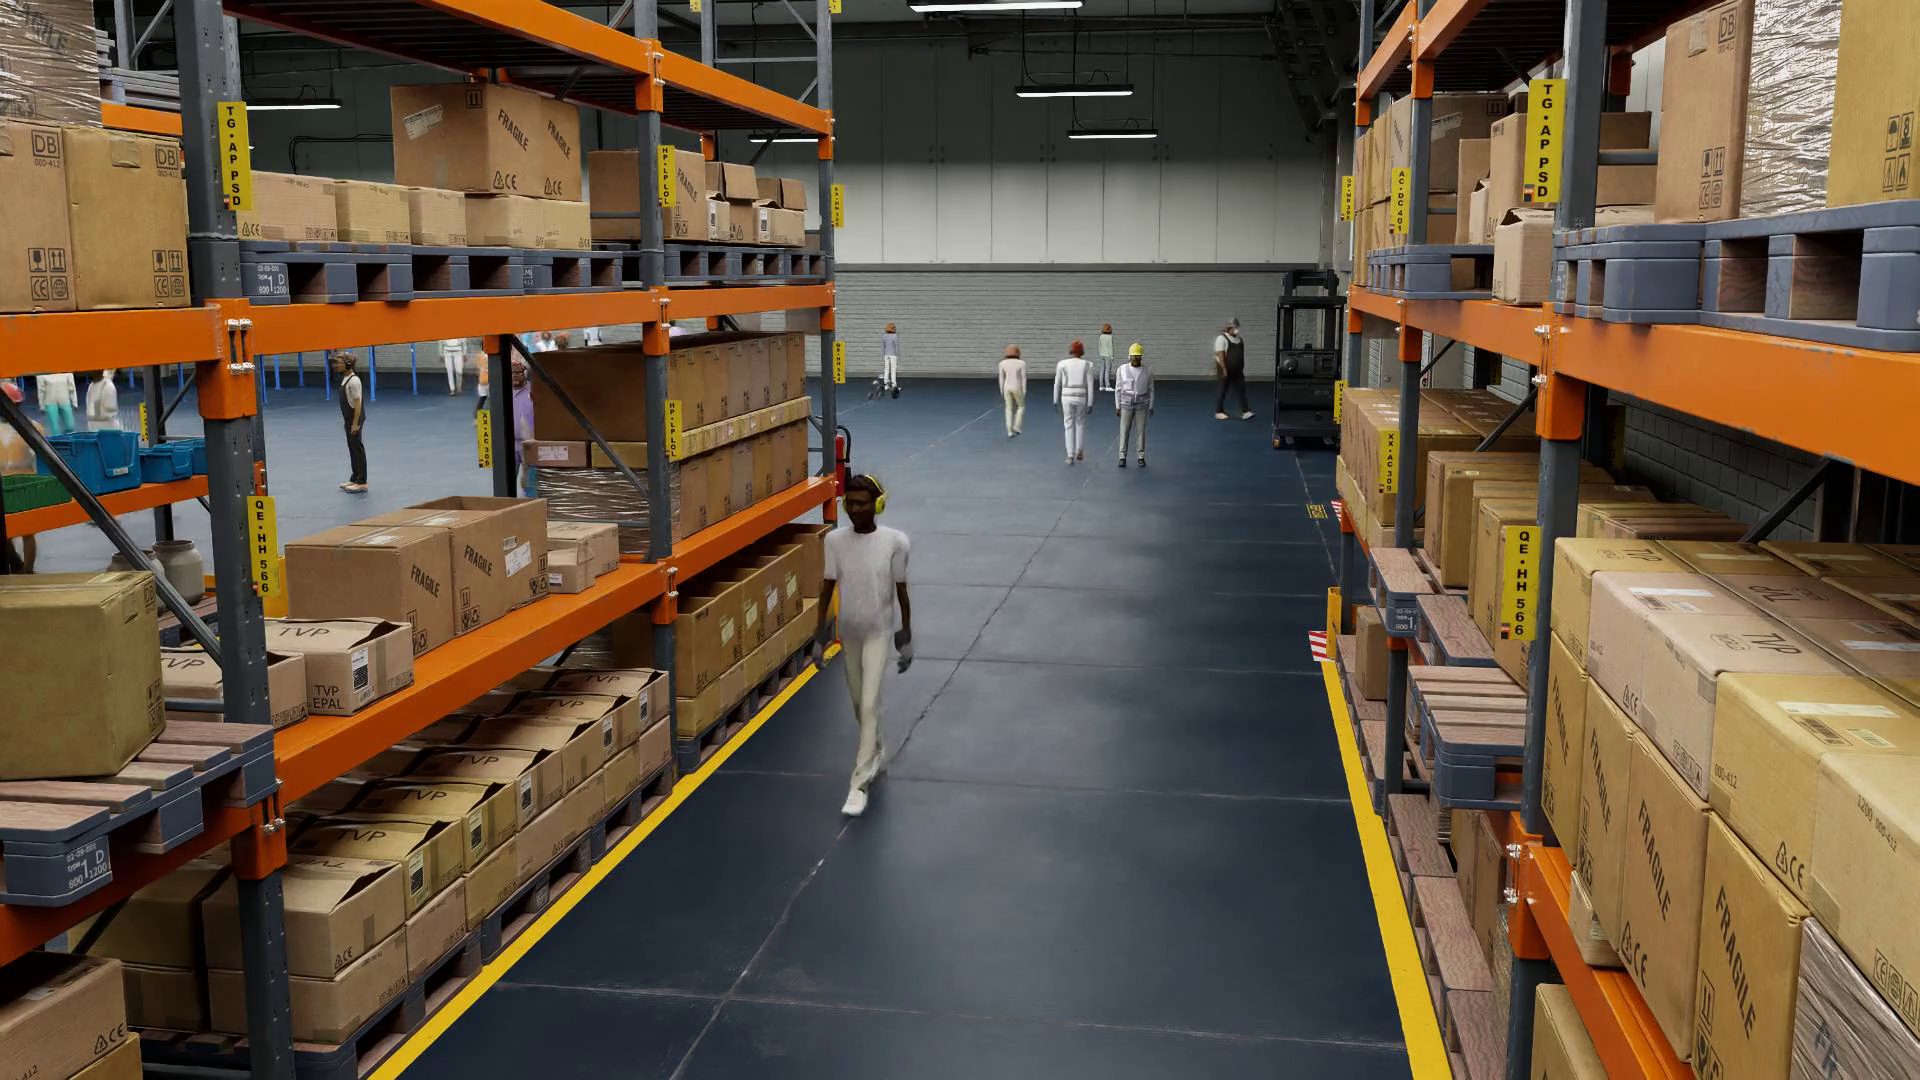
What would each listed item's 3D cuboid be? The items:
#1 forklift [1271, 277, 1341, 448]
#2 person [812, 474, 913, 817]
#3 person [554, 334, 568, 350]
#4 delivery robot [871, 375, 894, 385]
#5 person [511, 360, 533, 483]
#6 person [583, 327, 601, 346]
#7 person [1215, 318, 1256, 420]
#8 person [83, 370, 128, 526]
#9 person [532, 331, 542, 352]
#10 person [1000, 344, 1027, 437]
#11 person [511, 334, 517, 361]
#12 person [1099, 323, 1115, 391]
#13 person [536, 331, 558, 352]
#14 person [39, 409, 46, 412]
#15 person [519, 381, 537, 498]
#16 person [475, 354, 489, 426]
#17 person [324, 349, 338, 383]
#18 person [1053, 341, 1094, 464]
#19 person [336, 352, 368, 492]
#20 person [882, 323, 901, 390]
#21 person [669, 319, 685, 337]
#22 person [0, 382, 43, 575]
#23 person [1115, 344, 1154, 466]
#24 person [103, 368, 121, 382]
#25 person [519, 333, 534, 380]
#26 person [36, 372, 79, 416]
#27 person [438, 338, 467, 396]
[{"bbox_3d":[5.847,-3.016,27.970,1.129,2.768,1.873,1,9,9],"label":"forklift"},{"bbox_3d":[-0.527,0.528,9.255,0.555,1.847,0.846,3,10,18],"label":"person"},{"bbox_3d":[-6.889,-2.667,28.920,0.593,1.826,1.045,0,9,0],"label":"person"},{"bbox_3d":[-1.778,-3.680,38.128,0.335,0.223,0.698,5,11,30],"label":"delivery robot"},{"bbox_3d":[-5.045,-1.108,19.064,0.654,1.906,0.408,-2,9,-10],"label":"person"},{"bbox_3d":[-10.061,-5.265,45.468,0.540,1.652,0.841,-6,11,-33],"label":"person"},{"bbox_3d":[5.386,-3.359,32.663,0.692,2.000,0.873,-5,11,-30],"label":"person"},{"bbox_3d":[-9.854,-1.192,19.228,0.608,2.030,0.578,9,13,44],"label":"person"},{"bbox_3d":[-10.774,-4.821,42.394,0.327,1.767,0.533,-4,10,-21],"label":"person"},{"bbox_3d":[0.959,-2.637,29.344,0.522,1.618,0.425,4,10,22],"label":"person"},{"bbox_3d":[-10.471,-4.173,37.998,0.674,1.892,0.419,1,9,4],"label":"person"},{"bbox_3d":[3.576,-4.449,40.501,0.286,1.636,0.500,-6,11,-33],"label":"person"},{"bbox_3d":[-9.247,-3.922,37.386,0.527,1.597,0.854,-2,9,-13],"label":"person"},{"bbox_3d":[-19.163,-3.609,34.680,0.420,1.856,0.512,4,10,21],"label":"person"},{"bbox_3d":[-4.213,-0.711,16.847,0.451,1.826,0.588,6,11,34],"label":"person"},{"bbox_3d":[-8.762,-2.969,31.285,0.856,1.649,0.549,-7,12,-37],"label":"person"},{"bbox_3d":[-16.306,-5.053,43.364,0.607,1.917,0.561,1,9,7],"label":"person"},{"bbox_3d":[1.735,-2.119,25.472,0.596,1.852,0.849,0,9,0],"label":"person"},{"bbox_3d":[-8.085,-1.570,22.099,0.346,1.847,0.506,-6,11,-31],"label":"person"},{"bbox_3d":[-1.689,-4.504,40.851,0.500,1.633,0.282,6,11,35],"label":"person"},{"bbox_3d":[-6.831,-4.399,39.361,0.621,1.896,0.807,-5,11,-29],"label":"person"},{"bbox_3d":[-8.546,-0.465,15.044,0.549,1.922,0.400,-2,9,-10],"label":"person"},{"bbox_3d":[2.614,-2.021,24.913,0.586,1.835,0.403,0,9,1],"label":"person"},{"bbox_3d":[-17.553,-3.474,33.935,0.848,1.811,0.654,4,10,21],"label":"person"},{"bbox_3d":[-10.686,-4.536,40.955,0.656,1.654,0.538,1,9,7],"label":"person"},{"bbox_3d":[-13.831,-2.081,25.520,0.549,1.748,0.378,-9,13,-42],"label":"person"},{"bbox_3d":[-11.883,-4.343,38.922,0.651,1.930,0.548,-2,9,-12],"label":"person"}]
